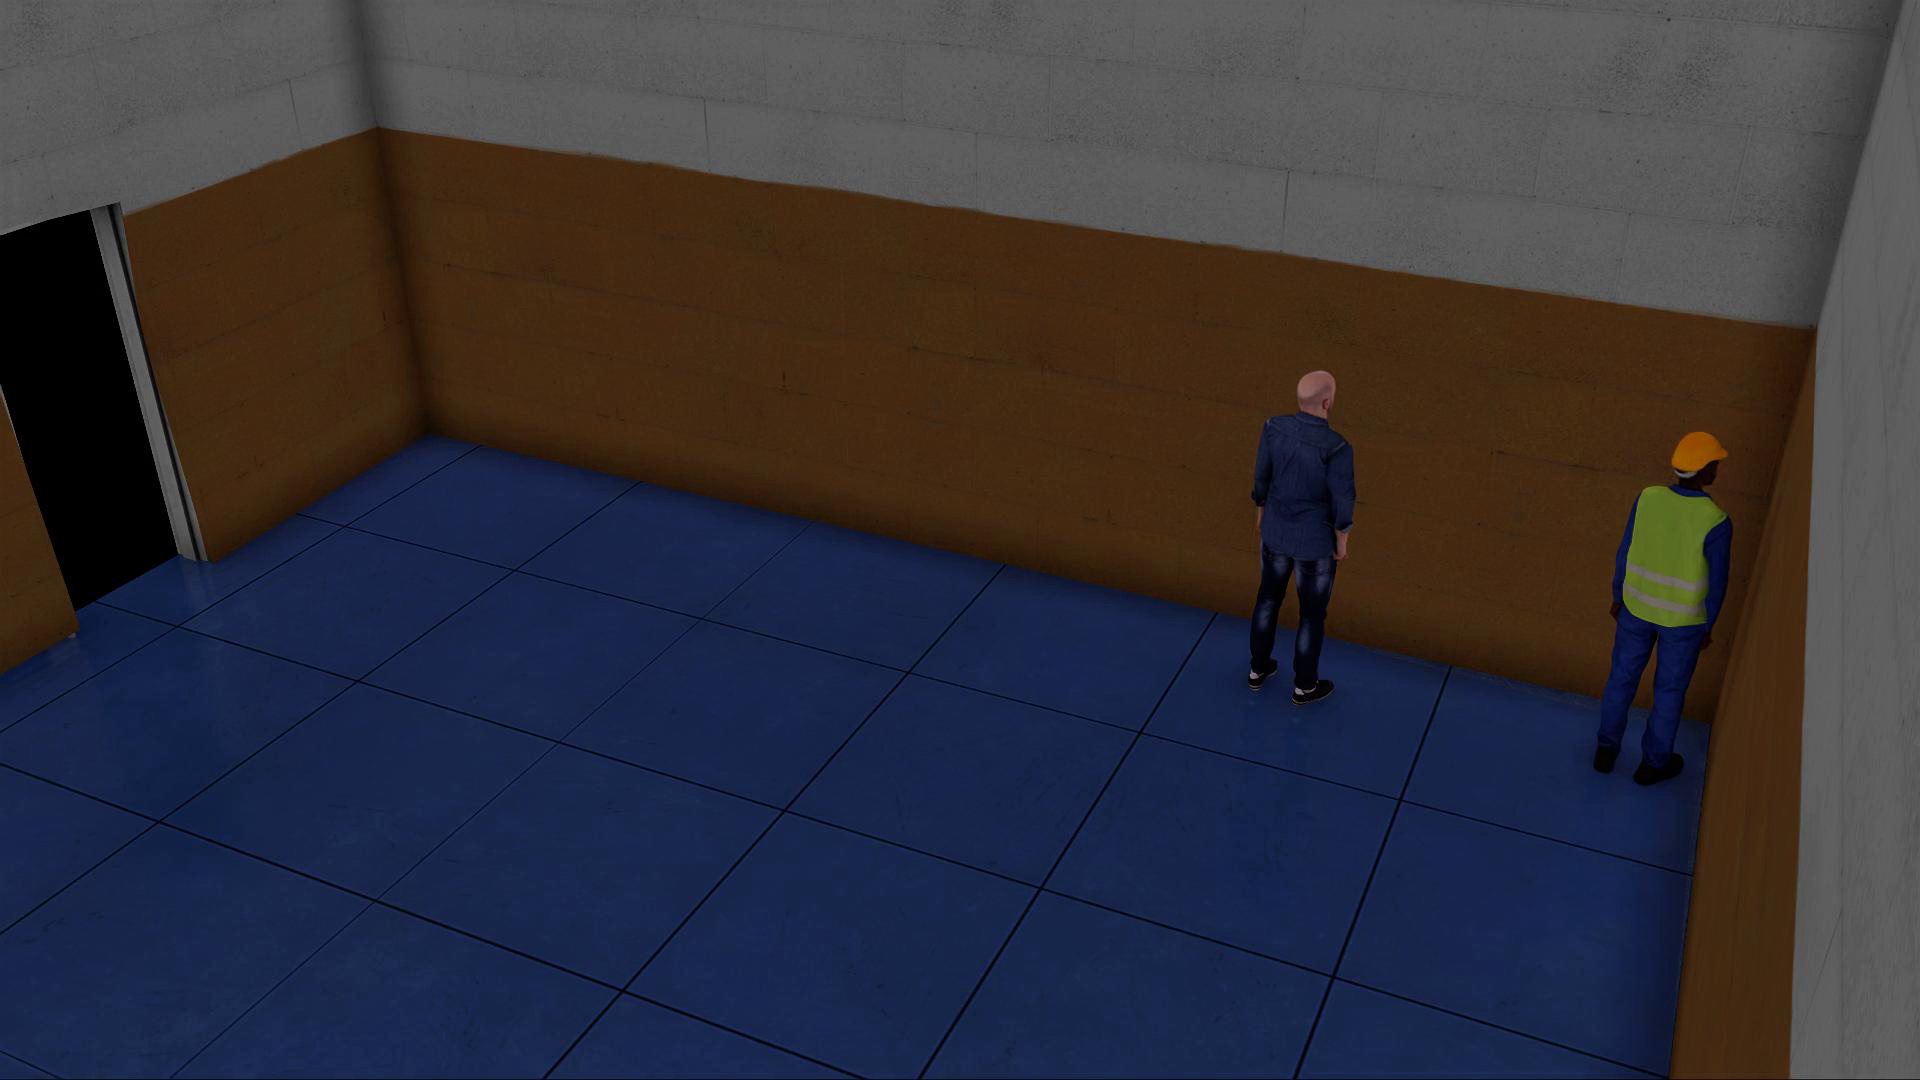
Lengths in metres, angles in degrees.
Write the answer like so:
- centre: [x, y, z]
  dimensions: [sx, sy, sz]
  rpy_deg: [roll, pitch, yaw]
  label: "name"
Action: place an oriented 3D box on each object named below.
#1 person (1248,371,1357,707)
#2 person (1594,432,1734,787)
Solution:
- centre: [1.737, -0.012, 8.498]
  dimensions: [0.622, 1.825, 0.841]
  rpy_deg: [22, 36, 35]
  label: "person"
- centre: [3.335, 0.326, 7.892]
  dimensions: [0.622, 1.813, 0.788]
  rpy_deg: [23, 36, 36]
  label: "person"
